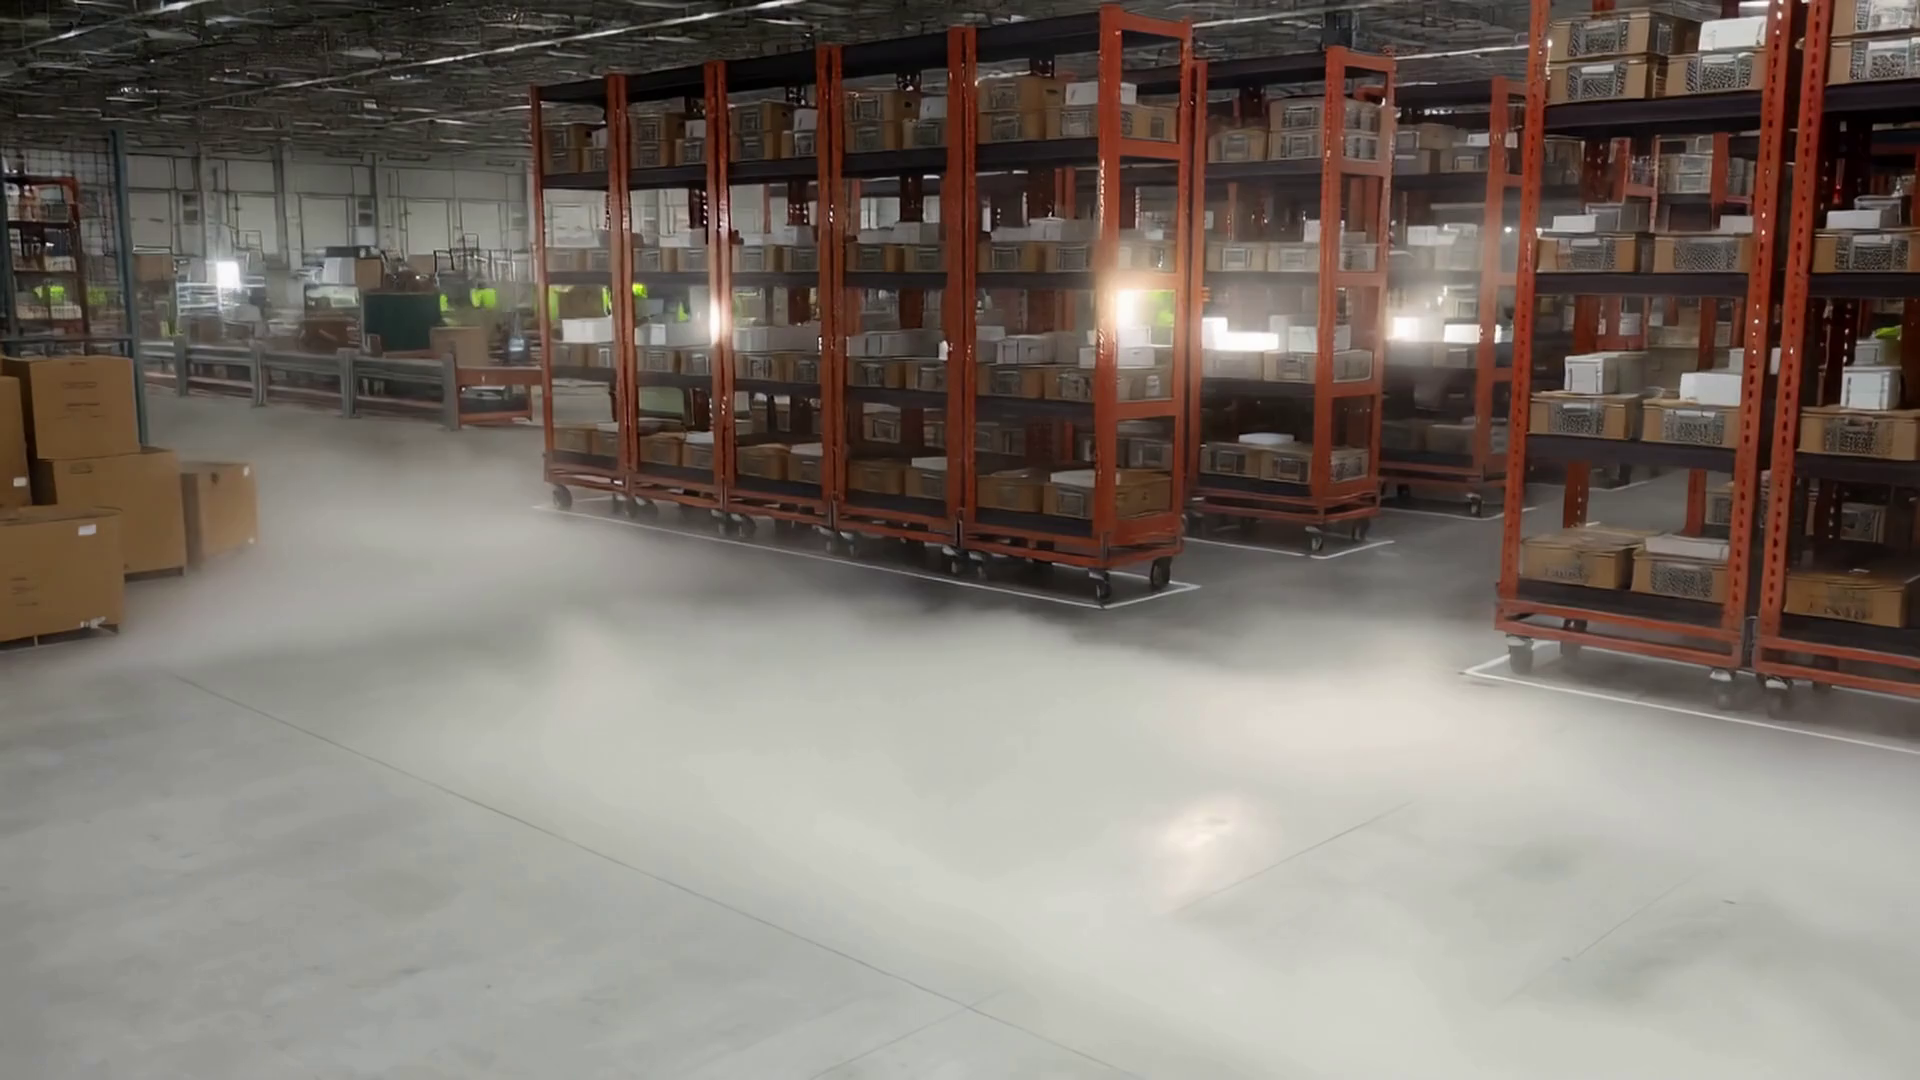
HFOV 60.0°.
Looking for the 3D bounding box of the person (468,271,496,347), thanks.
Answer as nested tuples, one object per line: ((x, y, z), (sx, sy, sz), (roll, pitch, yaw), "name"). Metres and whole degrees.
((-10.311, -4.782, 35.927), (0.614, 2.020, 0.538), (3, 10, 20), "person")

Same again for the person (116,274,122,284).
((-39.033, -11.451, 77.321), (0.614, 1.845, 0.540), (-1, 9, -4), "person")

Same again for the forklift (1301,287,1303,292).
((10.769, -8.203, 54.240), (1.129, 2.768, 1.873), (8, 12, 42), "forklift")

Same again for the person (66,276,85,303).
((-29.193, -7.865, 54.968), (0.612, 1.961, 0.368), (-5, 10, -27), "person")

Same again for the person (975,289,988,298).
((0.612, -8.038, 56.578), (0.617, 1.772, 0.907), (-5, 10, -27), "person")

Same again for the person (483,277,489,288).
((-17.688, -8.933, 62.192), (0.684, 1.742, 0.546), (-8, 12, -40), "person")

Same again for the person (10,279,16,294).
((-36.938, -9.369, 64.867), (0.321, 1.742, 0.492), (-2, 10, -14), "person")

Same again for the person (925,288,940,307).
((-0.982, -8.204, 57.313), (0.560, 1.888, 1.014), (-7, 12, -38), "person")

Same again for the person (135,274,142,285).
((-42.602, -12.896, 86.227), (0.648, 1.829, 0.645), (5, 10, 26), "person")

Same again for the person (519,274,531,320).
((-17.508, -9.779, 67.016), (0.520, 1.865, 0.332), (-6, 11, -31), "person")

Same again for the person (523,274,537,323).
((-15.542, -8.732, 60.536), (0.980, 1.884, 0.561), (-6, 11, -31), "person")

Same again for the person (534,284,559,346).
((-9.588, -5.198, 38.931), (0.665, 1.853, 0.991), (-8, 13, -42), "person")

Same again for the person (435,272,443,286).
((-27.343, -13.103, 87.260), (0.717, 1.898, 0.610), (1, 9, 8), "person")

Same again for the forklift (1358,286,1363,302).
((11.100, -7.017, 46.970), (1.873, 2.768, 1.129), (9, 13, 43), "forklift")
